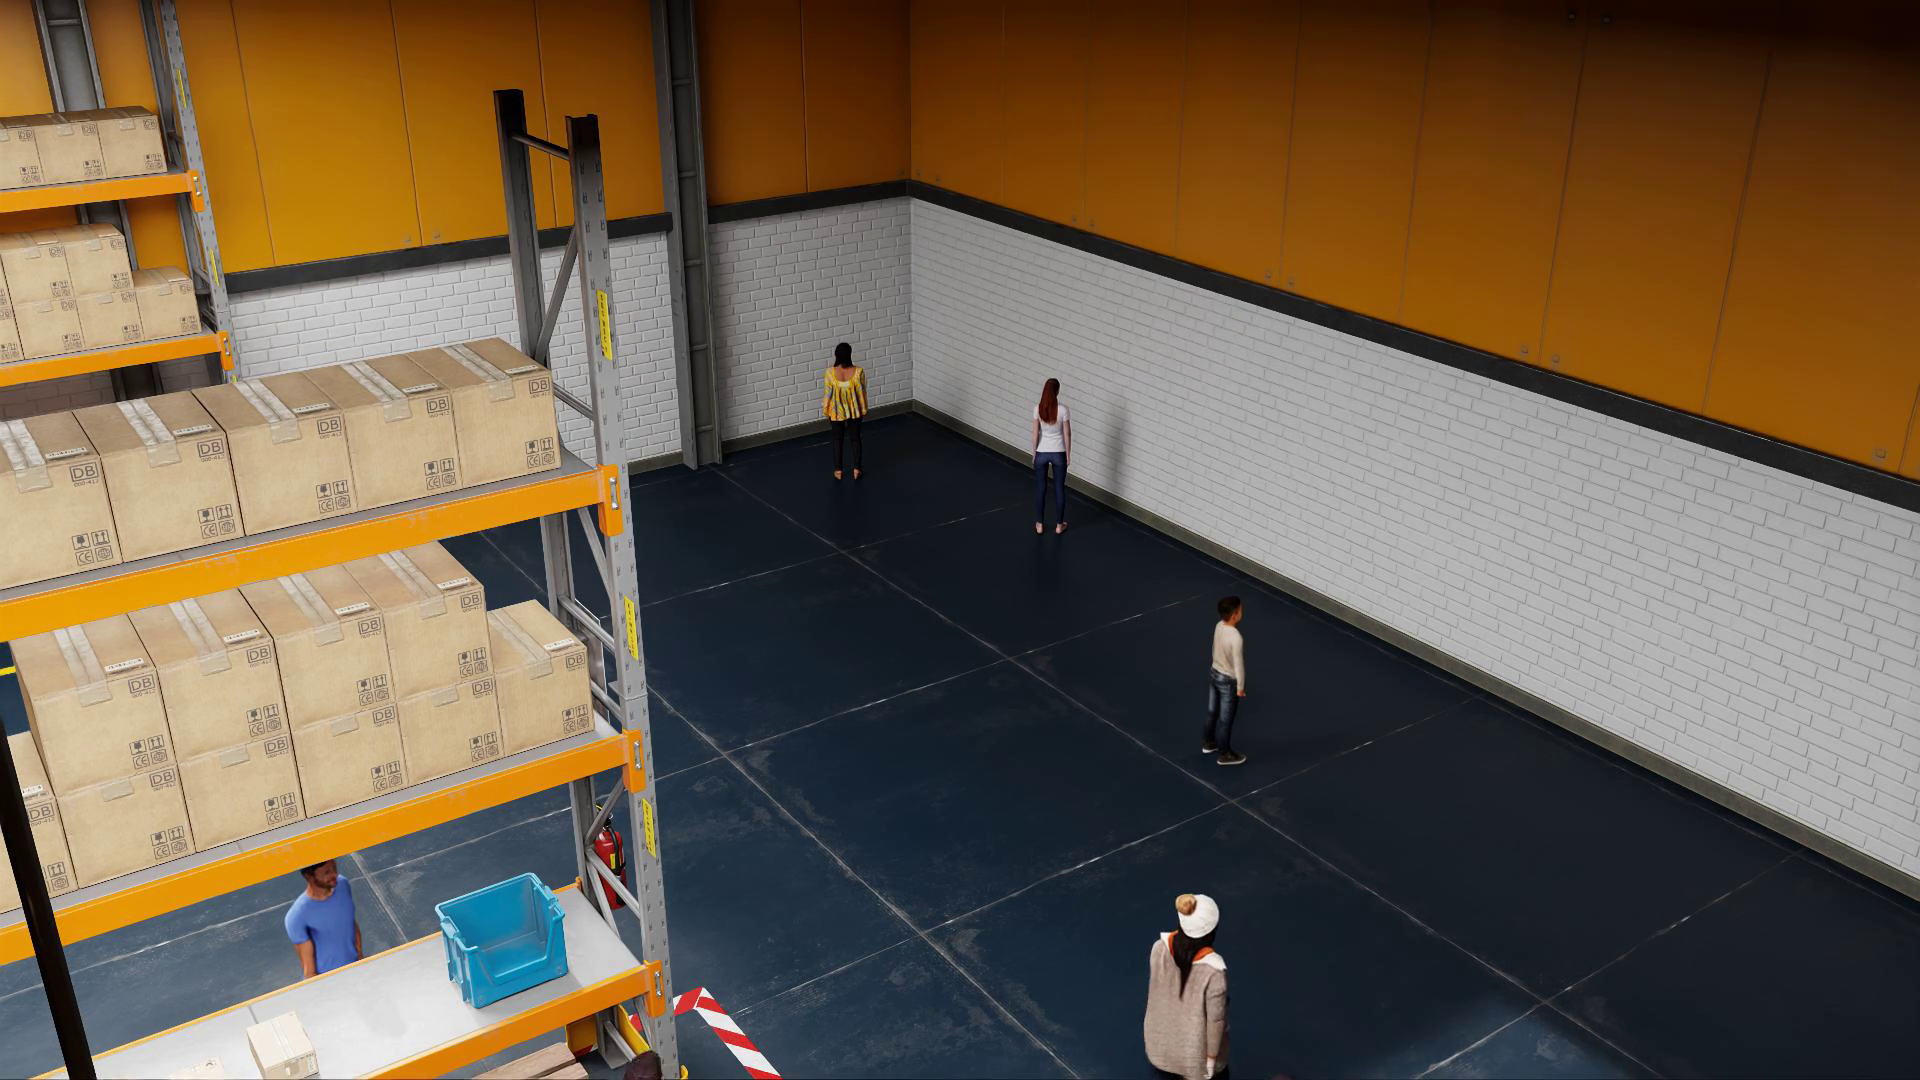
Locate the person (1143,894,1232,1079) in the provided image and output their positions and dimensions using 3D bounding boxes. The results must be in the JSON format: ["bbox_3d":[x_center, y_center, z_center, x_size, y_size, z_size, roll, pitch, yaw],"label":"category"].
[{"bbox_3d":[1.206,2.807,9.350,0.820,1.875,0.912,18,29,35],"label":"person"}]

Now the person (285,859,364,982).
[{"bbox_3d":[-3.724,2.590,9.867,0.783,1.860,0.677,9,25,20],"label":"person"}]

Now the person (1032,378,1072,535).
[{"bbox_3d":[0.980,-0.911,18.029,0.643,1.737,0.706,3,24,8],"label":"person"}]

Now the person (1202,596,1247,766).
[{"bbox_3d":[2.177,1.139,13.681,0.549,1.463,0.592,-10,26,-22],"label":"person"}]

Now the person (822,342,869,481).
[{"bbox_3d":[-1.345,-1.512,19.508,0.858,1.654,0.929,-2,24,-4],"label":"person"}]
